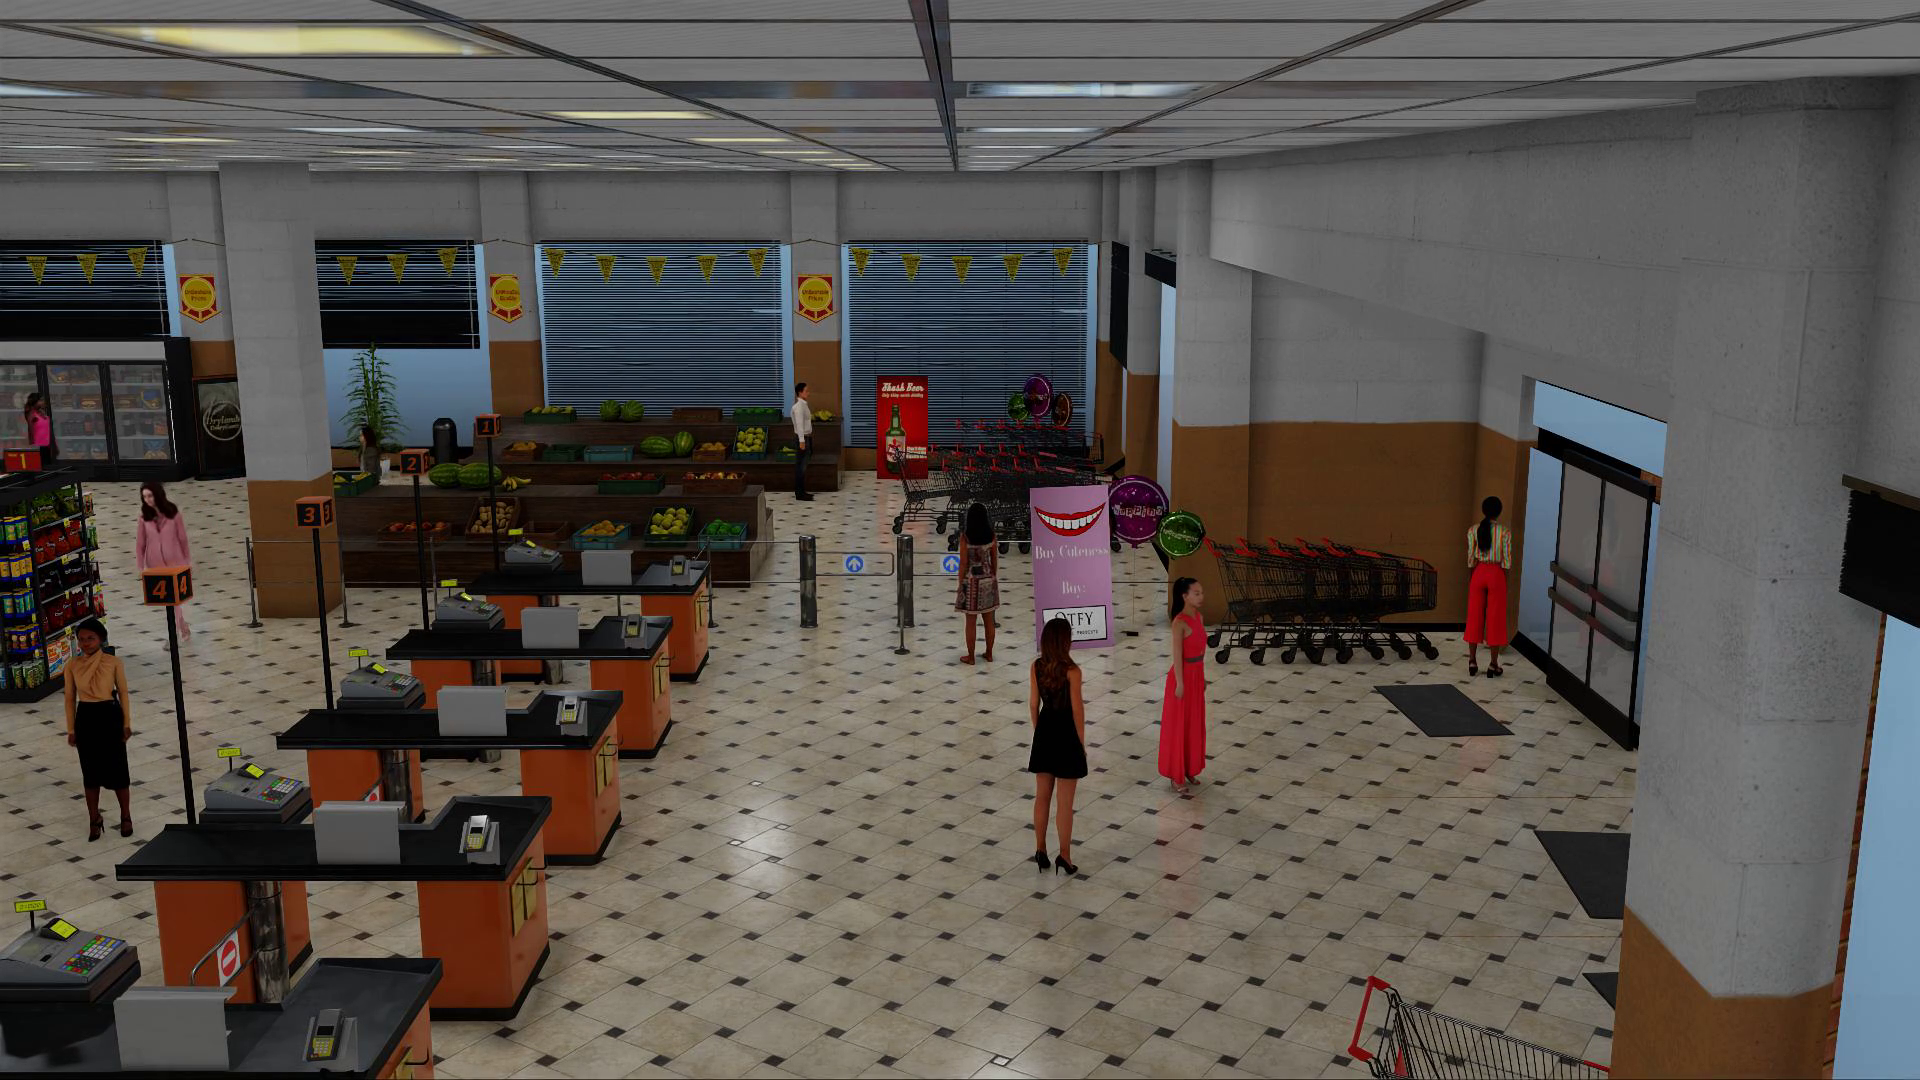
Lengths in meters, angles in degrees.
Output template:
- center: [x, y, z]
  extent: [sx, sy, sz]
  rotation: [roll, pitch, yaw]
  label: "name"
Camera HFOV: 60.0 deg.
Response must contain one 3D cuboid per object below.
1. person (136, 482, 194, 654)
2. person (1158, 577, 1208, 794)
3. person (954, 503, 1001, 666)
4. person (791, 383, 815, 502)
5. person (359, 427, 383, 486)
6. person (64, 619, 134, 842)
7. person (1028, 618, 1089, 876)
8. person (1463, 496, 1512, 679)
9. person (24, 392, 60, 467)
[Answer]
- center: [-8.186, 0.279, 17.211]
  extent: [1.125, 1.746, 0.853]
  rotation: [-3, 12, -13]
  label: "person"
- center: [1.795, 1.134, 13.196]
  extent: [0.748, 1.727, 0.713]
  rotation: [8, 15, 35]
  label: "person"
- center: [0.182, 0.430, 16.740]
  extent: [0.641, 1.645, 0.784]
  rotation: [-6, 13, -27]
  label: "person"
- center: [-2.433, -1.527, 25.630]
  extent: [0.541, 1.811, 0.665]
  rotation: [0, 12, 2]
  label: "person"
- center: [-8.151, -0.832, 23.216]
  extent: [1.087, 1.445, 0.936]
  rotation: [-8, 14, -34]
  label: "person"
- center: [-6.292, 1.386, 12.179]
  extent: [0.579, 1.653, 0.705]
  rotation: [-4, 13, -20]
  label: "person"
- center: [0.667, 1.431, 11.521]
  extent: [0.626, 1.835, 0.722]
  rotation: [8, 14, 32]
  label: "person"
- center: [5.167, 0.451, 16.278]
  extent: [0.639, 1.793, 0.743]
  rotation: [7, 14, 31]
  label: "person"
- center: [-13.998, -1.379, 25.175]
  extent: [0.586, 1.708, 0.552]
  rotation: [0, 12, 0]
  label: "person"
